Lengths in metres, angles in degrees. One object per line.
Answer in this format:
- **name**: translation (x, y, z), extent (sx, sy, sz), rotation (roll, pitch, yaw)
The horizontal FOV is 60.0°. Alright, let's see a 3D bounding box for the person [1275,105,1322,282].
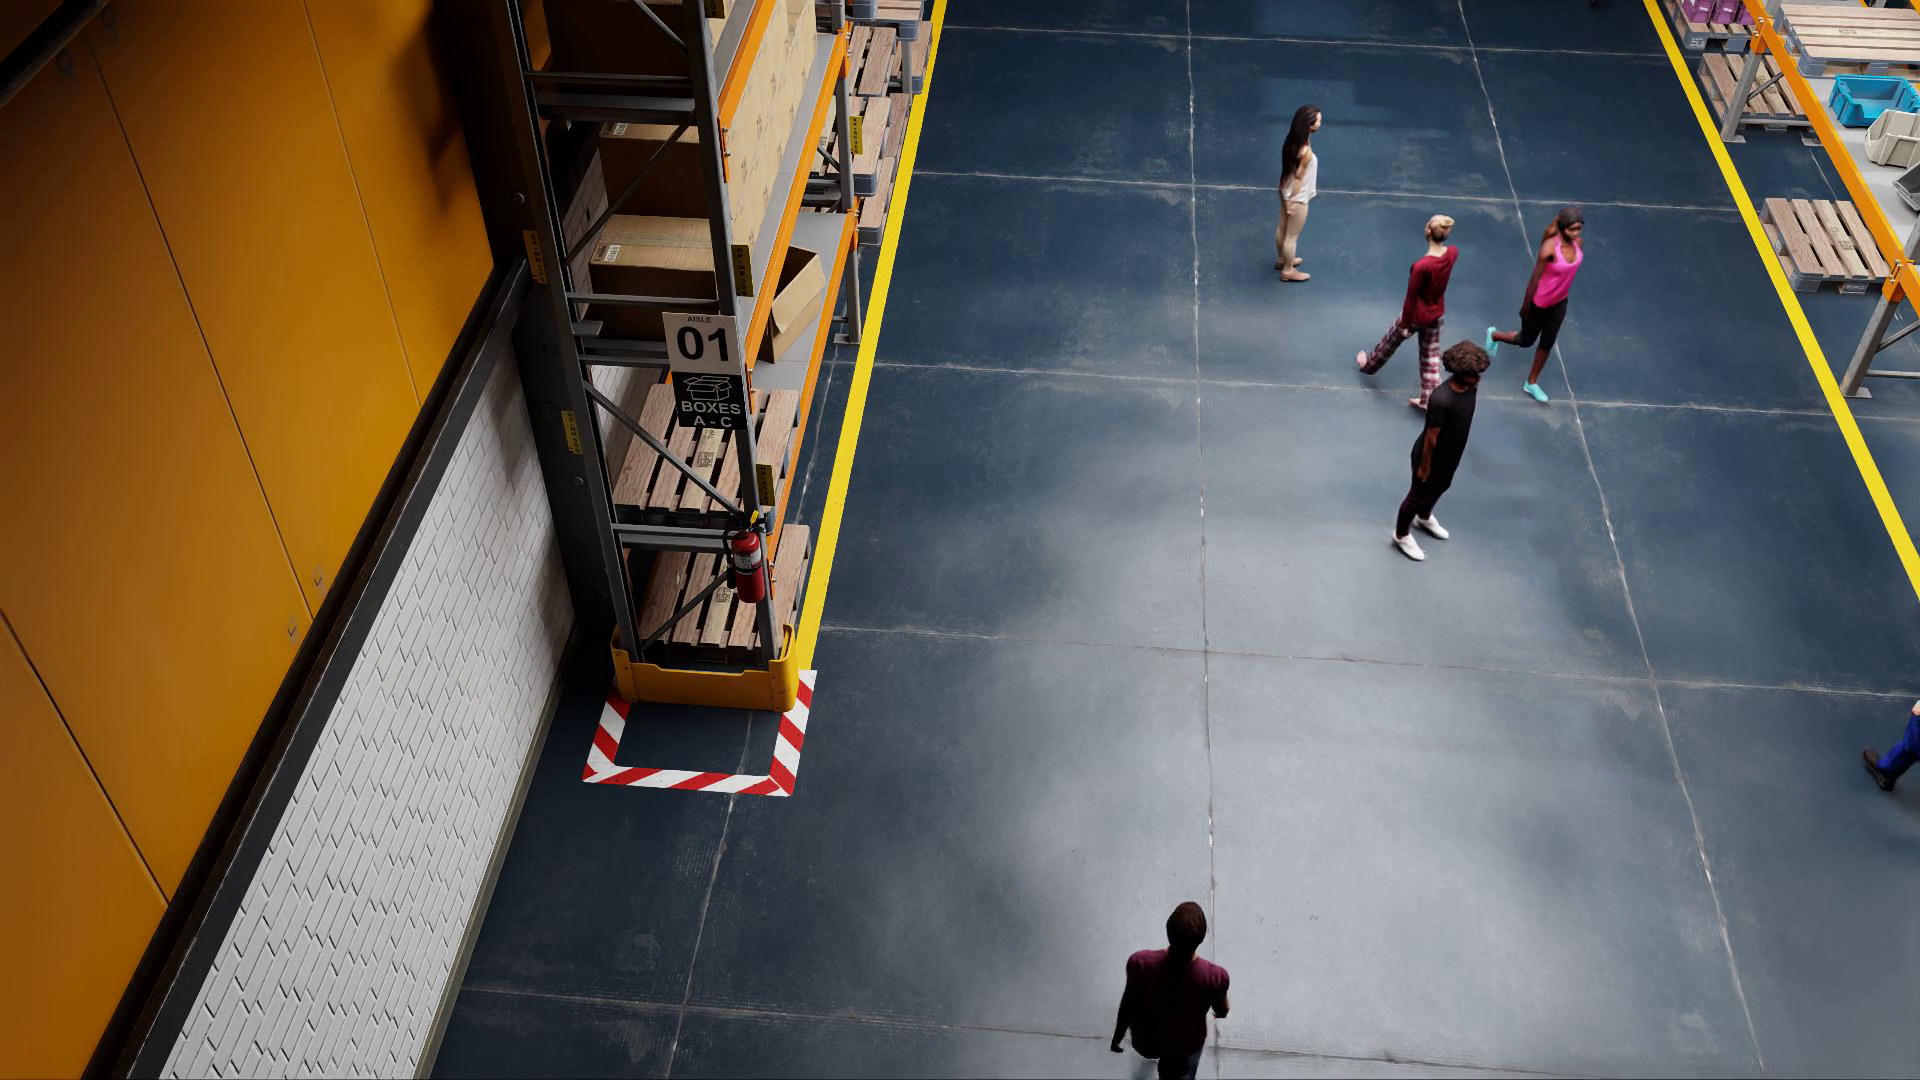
- **person**: translation (2.827, -2.936, 14.089), extent (0.673, 1.651, 0.615), rotation (-26, 49, -25)

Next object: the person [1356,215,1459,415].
- **person**: translation (3.622, -1.702, 12.784), extent (0.979, 1.664, 1.140), rotation (-22, 48, -22)

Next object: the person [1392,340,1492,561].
- **person**: translation (3.353, -0.660, 11.608), extent (0.719, 1.777, 0.790), rotation (-33, 53, -30)

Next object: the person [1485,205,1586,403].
- **person**: translation (4.513, -1.905, 12.967), extent (0.843, 1.706, 1.026), rotation (-17, 46, -17)

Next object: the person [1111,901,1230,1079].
- **person**: translation (1.015, 2.529, 8.245), extent (0.854, 1.799, 1.215), rotation (12, 45, 13)
